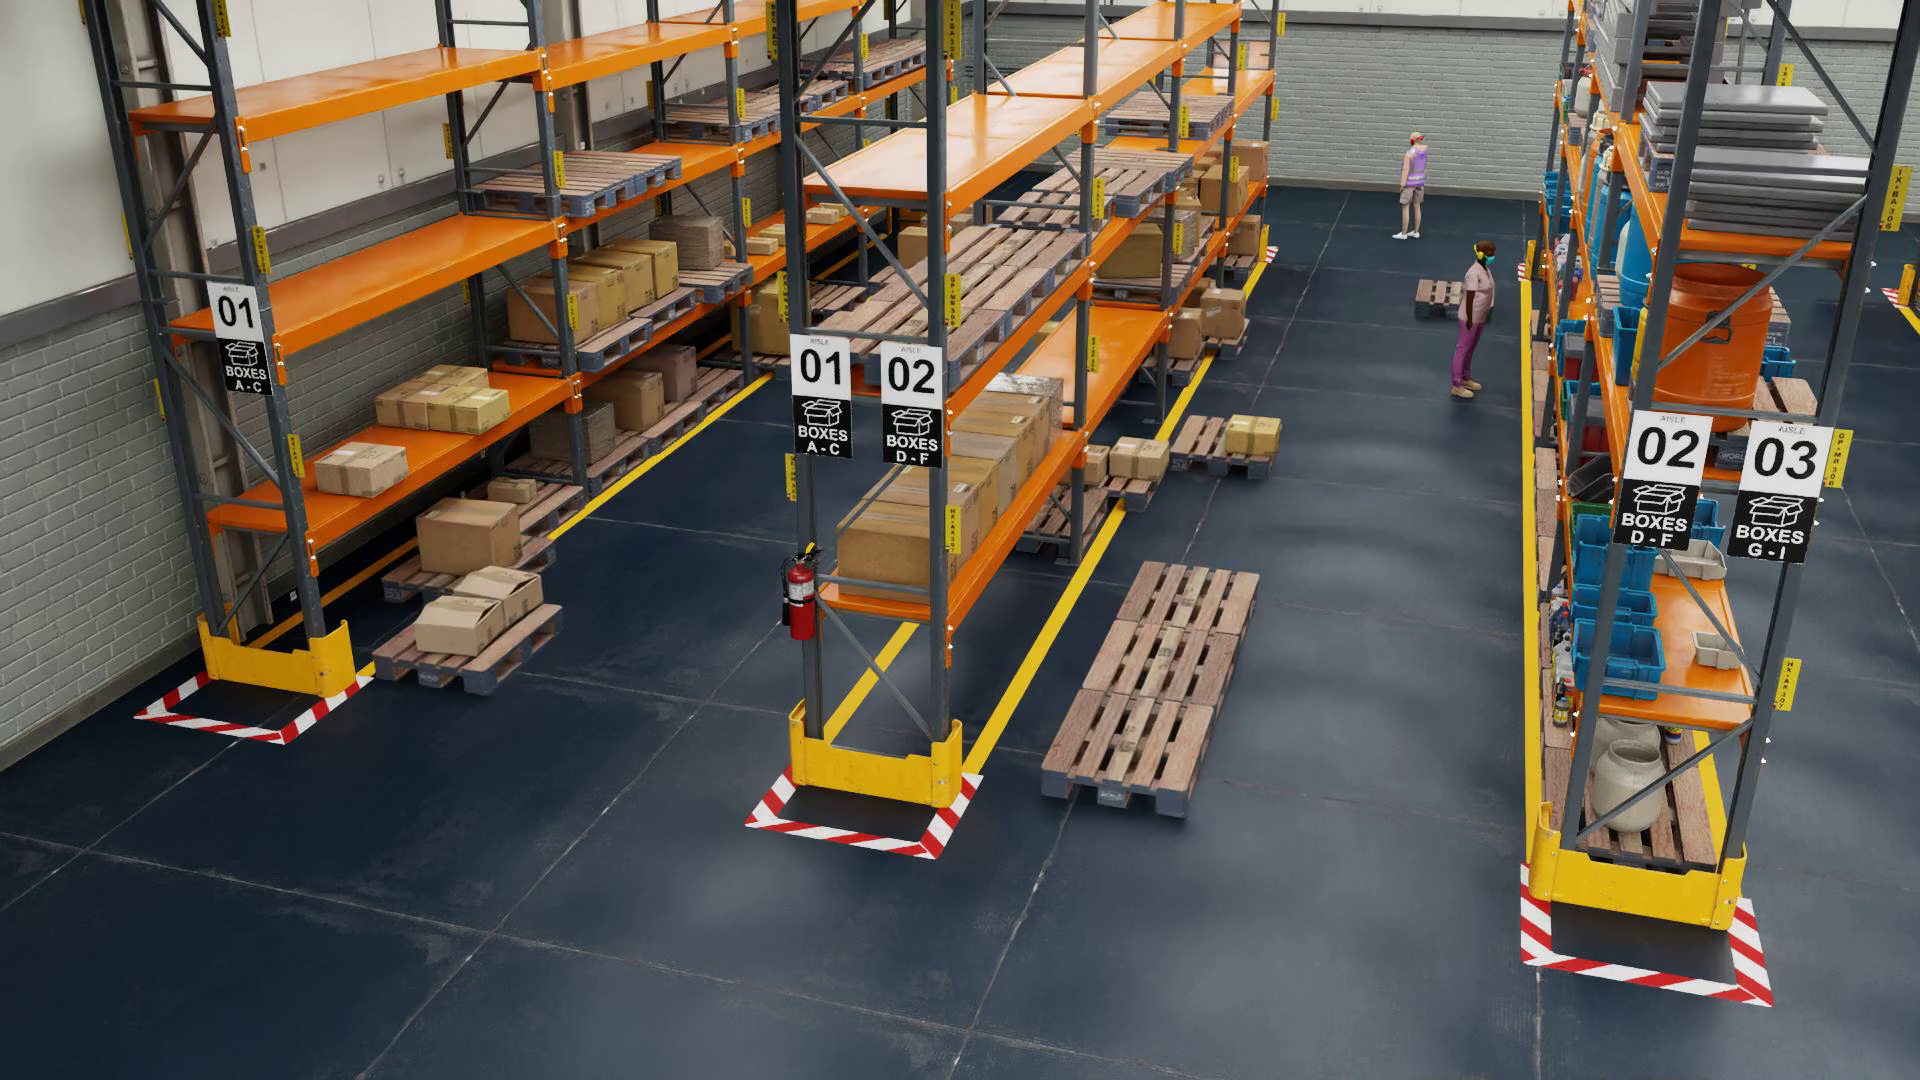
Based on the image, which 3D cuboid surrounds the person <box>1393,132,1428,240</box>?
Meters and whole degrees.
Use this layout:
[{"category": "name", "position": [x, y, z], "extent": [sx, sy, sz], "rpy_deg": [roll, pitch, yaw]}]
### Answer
[{"category": "person", "position": [7.185, -5.621, 26.417], "extent": [0.491, 1.688, 0.347], "rpy_deg": [-14, 27, -29]}]

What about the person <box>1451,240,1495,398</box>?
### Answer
[{"category": "person", "position": [5.935, -2.563, 19.184], "extent": [0.334, 1.799, 0.527], "rpy_deg": [15, 27, 31]}]
